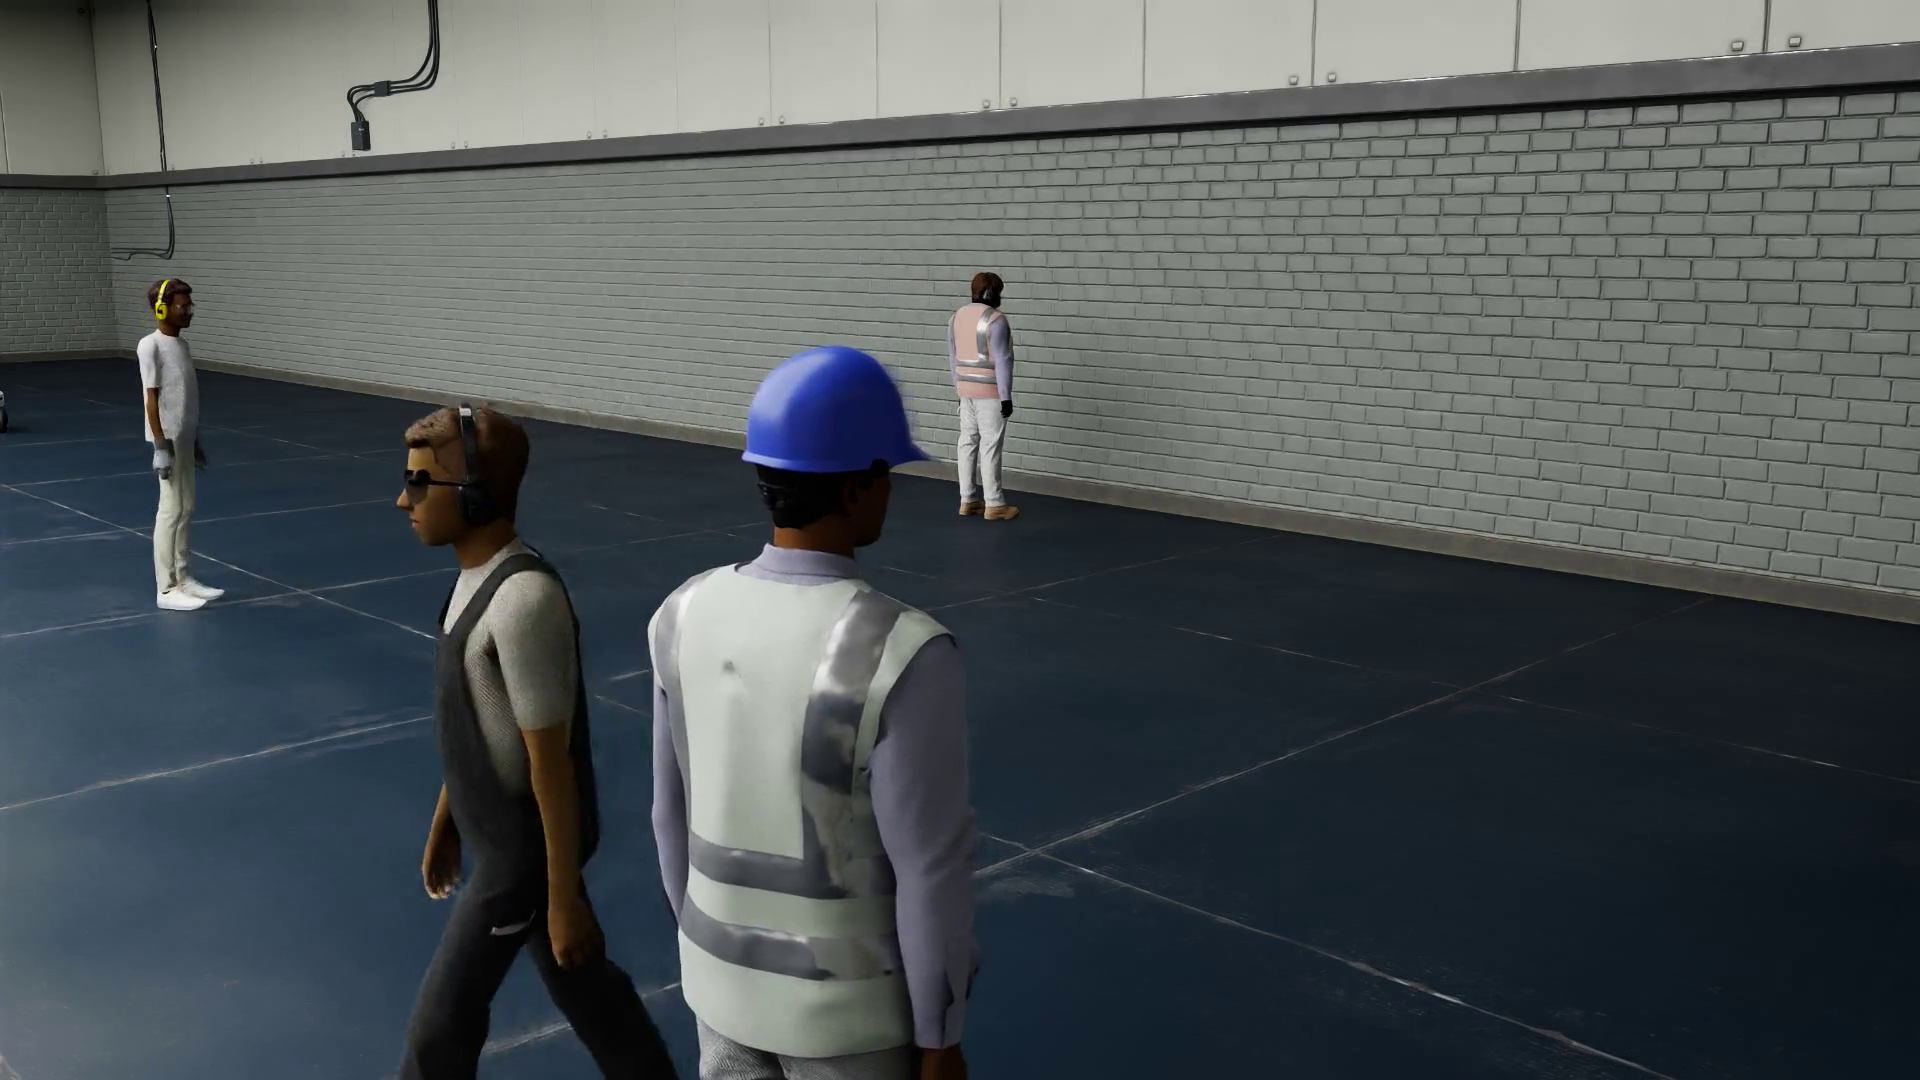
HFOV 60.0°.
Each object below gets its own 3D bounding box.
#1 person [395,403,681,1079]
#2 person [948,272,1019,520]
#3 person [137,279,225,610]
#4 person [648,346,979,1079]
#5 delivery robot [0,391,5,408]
[{"bbox_3d":[-0.945,0.620,3.332,0.991,1.787,0.518,-4,11,-19],"label":"person"},{"bbox_3d":[0.191,-1.086,12.515,0.429,1.837,0.621,-8,13,-38],"label":"person"},{"bbox_3d":[-4.470,-0.550,9.505,0.310,1.864,0.533,-1,10,-3],"label":"person"},{"bbox_3d":[-0.216,0.678,2.580,0.605,1.948,0.405,8,13,39],"label":"person"},{"bbox_3d":[-10.624,-1.490,18.069,0.477,0.478,0.707,-4,11,-21],"label":"delivery robot"}]
